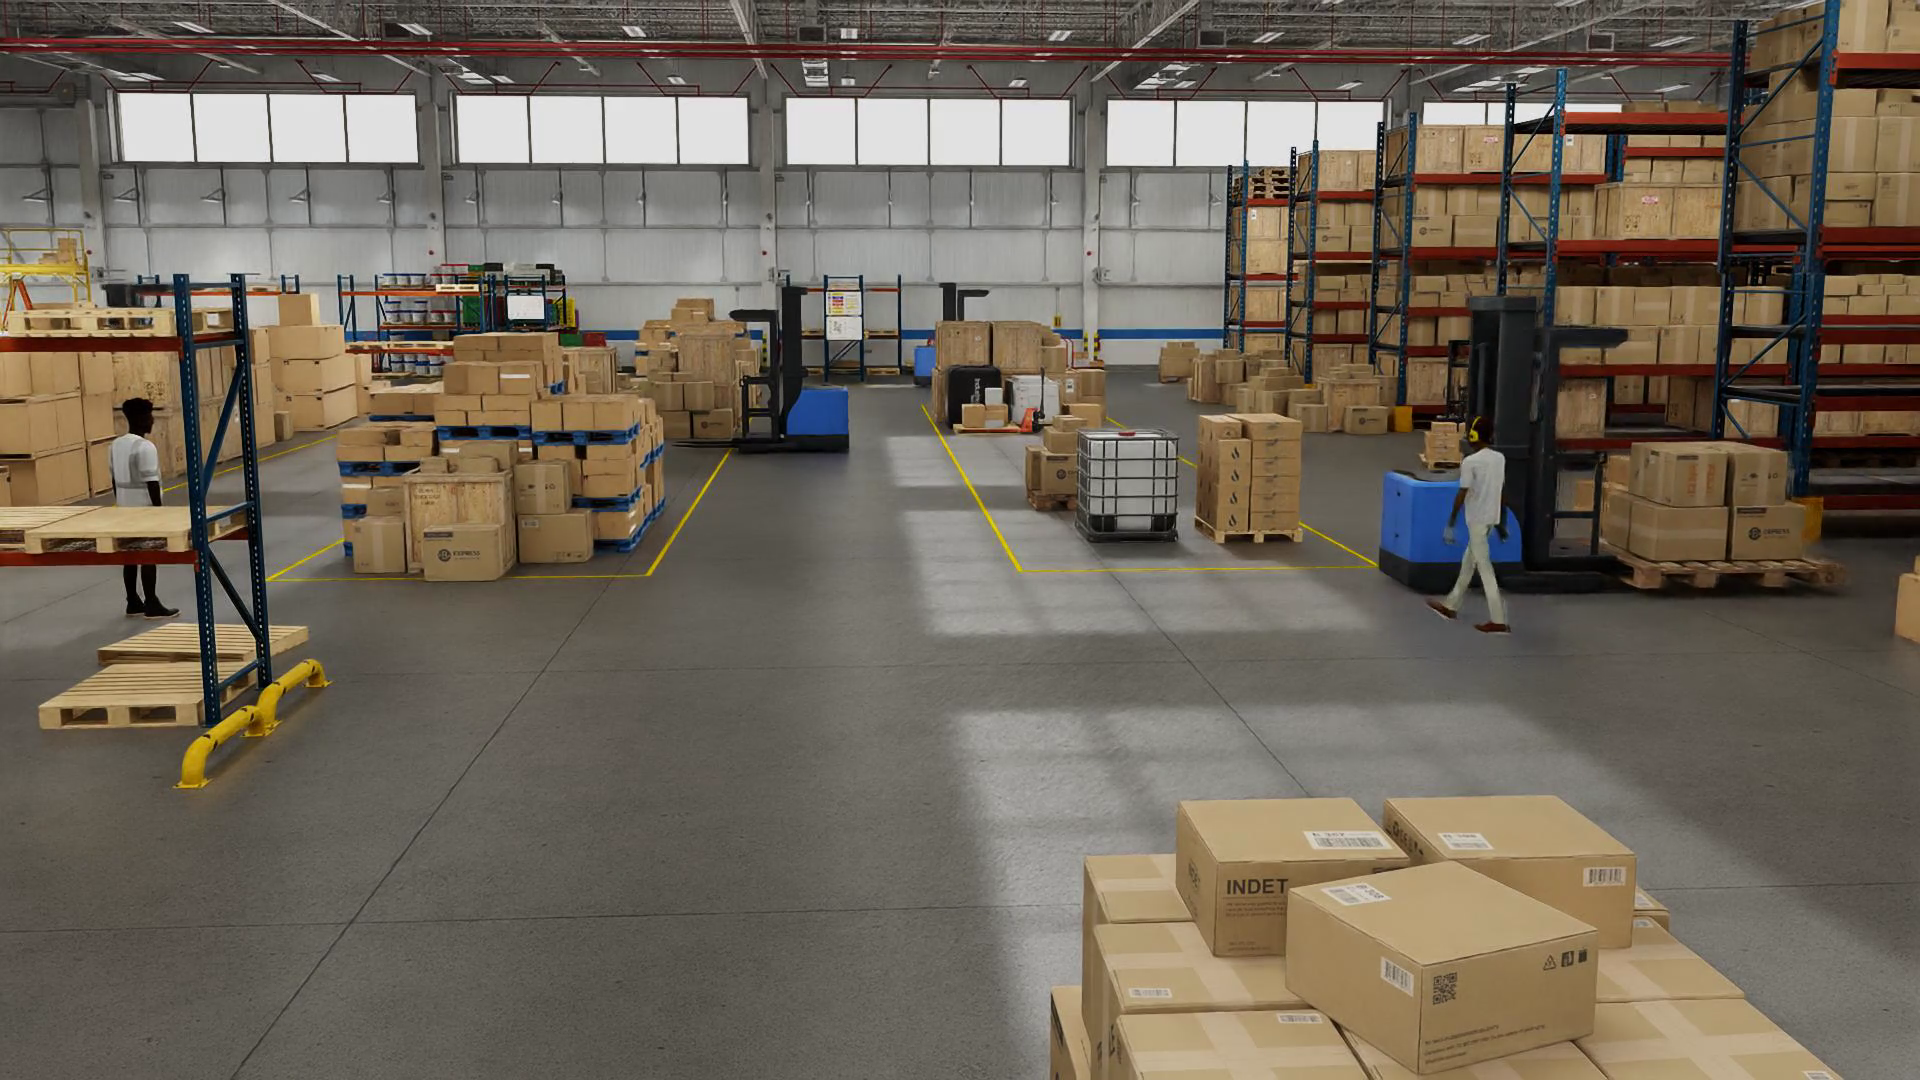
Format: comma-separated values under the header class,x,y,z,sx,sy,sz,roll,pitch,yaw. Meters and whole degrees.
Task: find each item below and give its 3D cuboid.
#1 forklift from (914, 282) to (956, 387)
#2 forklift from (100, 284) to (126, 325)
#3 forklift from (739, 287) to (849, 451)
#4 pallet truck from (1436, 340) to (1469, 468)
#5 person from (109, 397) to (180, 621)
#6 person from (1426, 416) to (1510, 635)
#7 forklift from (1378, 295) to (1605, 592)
class,x,y,z,sx,sy,sz,roll,pitch,yaw
forklift,-0.303,-5.566,44.979,1.873,2.768,1.129,-1,9,-4
forklift,-18.721,-4.295,37.000,1.873,2.768,1.129,-6,11,-32
forklift,-2.857,-2.959,28.607,1.873,2.768,1.129,-1,9,-4
pallet truck,8.004,-2.170,26.422,0.823,1.965,1.885,2,9,14
person,-7.193,-0.275,14.619,0.614,1.963,0.362,6,11,33
person,4.340,-0.142,14.209,0.557,1.825,0.933,-7,11,-37
forklift,5.153,-0.963,16.075,1.873,2.768,1.129,-1,9,-4
